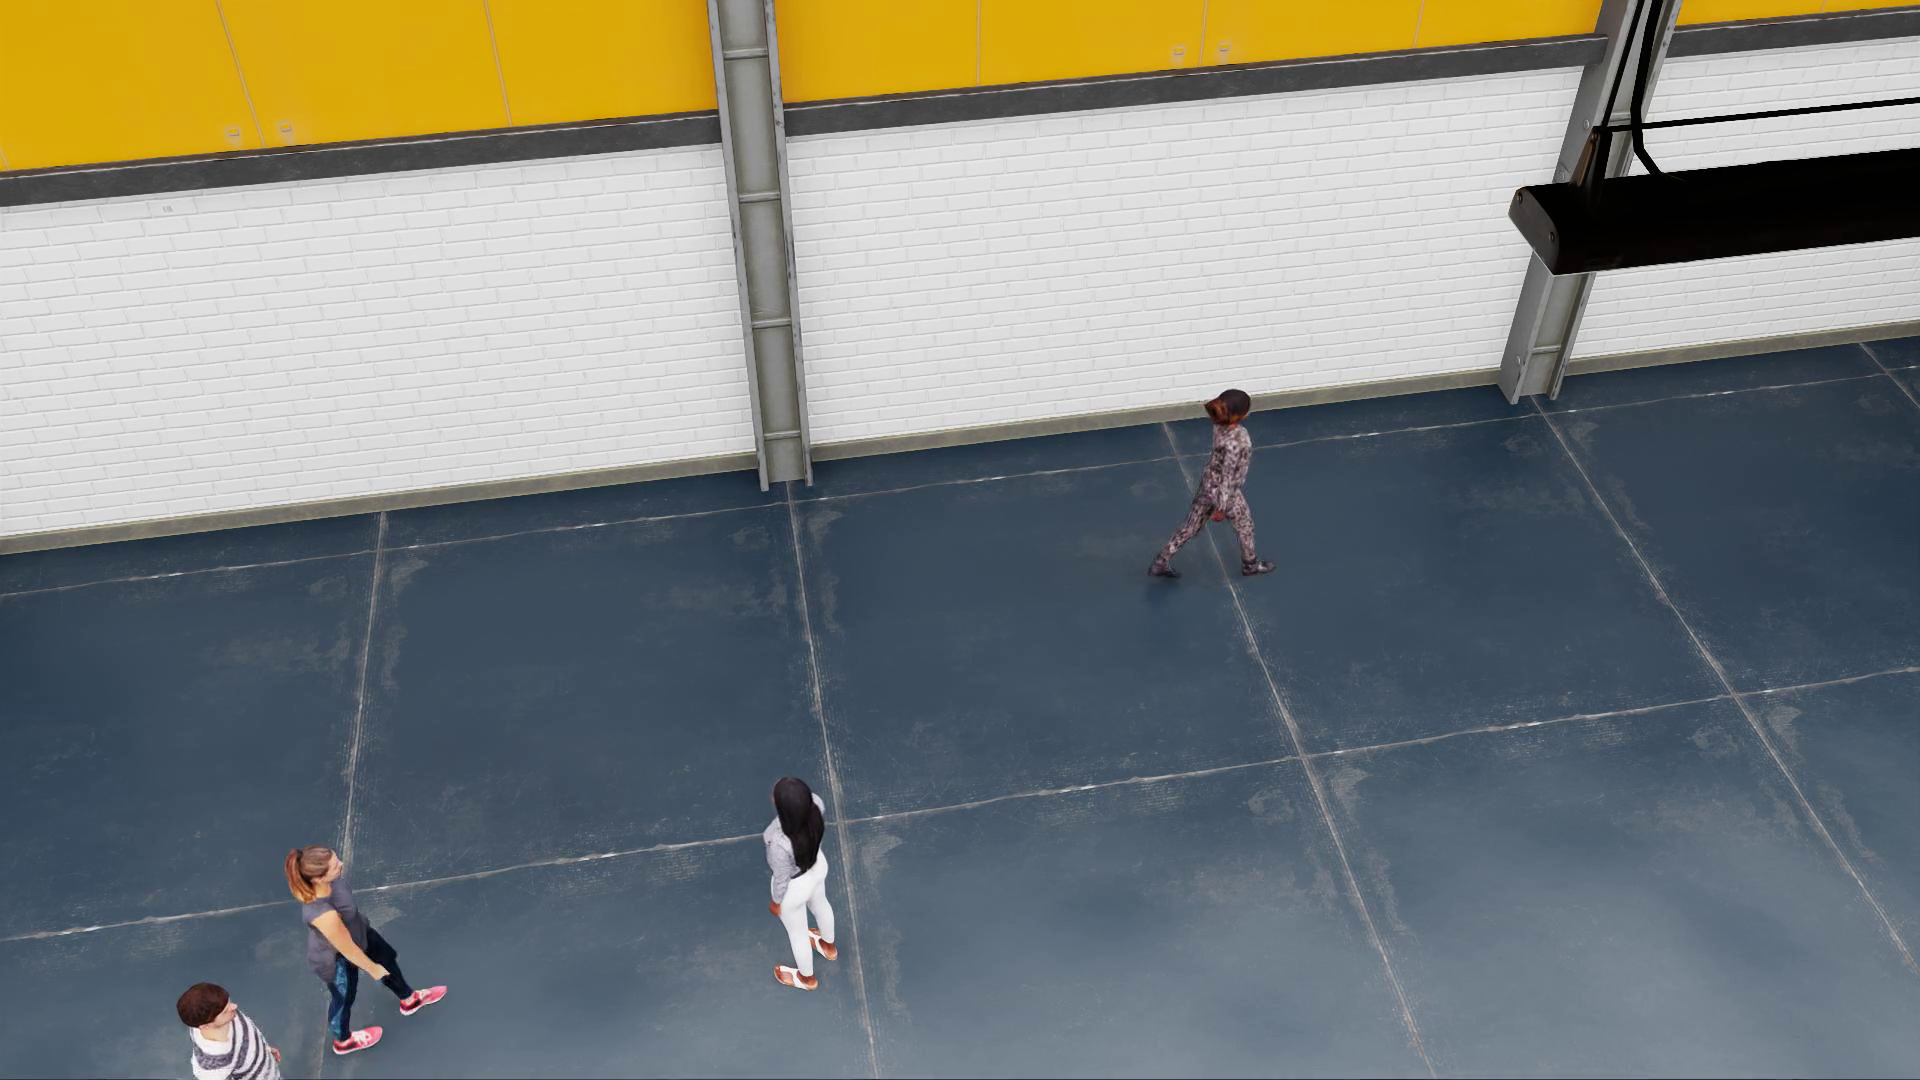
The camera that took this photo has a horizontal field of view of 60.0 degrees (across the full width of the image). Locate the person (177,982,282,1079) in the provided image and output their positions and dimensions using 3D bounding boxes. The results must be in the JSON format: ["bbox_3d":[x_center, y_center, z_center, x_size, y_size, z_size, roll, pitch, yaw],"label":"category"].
[{"bbox_3d":[-3.502,2.680,8.023,1.169,1.826,0.845,-17,46,-17],"label":"person"}]

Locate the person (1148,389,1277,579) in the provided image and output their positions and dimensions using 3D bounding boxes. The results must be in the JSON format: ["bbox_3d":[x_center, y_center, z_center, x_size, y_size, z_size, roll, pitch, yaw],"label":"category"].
[{"bbox_3d":[1.681,-0.319,11.284,1.152,1.670,0.611,-5,44,-5],"label":"person"}]

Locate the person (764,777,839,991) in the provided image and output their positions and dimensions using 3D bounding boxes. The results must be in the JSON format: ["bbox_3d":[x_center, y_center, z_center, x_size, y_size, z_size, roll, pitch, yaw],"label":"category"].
[{"bbox_3d":[-0.864,1.834,8.984,0.715,1.725,0.672,22,48,21],"label":"person"}]

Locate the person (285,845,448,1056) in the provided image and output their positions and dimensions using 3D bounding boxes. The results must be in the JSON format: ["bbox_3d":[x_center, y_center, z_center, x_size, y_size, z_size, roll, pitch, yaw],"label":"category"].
[{"bbox_3d":[-3.301,2.172,8.644,0.944,1.703,0.734,-19,47,-19],"label":"person"}]
